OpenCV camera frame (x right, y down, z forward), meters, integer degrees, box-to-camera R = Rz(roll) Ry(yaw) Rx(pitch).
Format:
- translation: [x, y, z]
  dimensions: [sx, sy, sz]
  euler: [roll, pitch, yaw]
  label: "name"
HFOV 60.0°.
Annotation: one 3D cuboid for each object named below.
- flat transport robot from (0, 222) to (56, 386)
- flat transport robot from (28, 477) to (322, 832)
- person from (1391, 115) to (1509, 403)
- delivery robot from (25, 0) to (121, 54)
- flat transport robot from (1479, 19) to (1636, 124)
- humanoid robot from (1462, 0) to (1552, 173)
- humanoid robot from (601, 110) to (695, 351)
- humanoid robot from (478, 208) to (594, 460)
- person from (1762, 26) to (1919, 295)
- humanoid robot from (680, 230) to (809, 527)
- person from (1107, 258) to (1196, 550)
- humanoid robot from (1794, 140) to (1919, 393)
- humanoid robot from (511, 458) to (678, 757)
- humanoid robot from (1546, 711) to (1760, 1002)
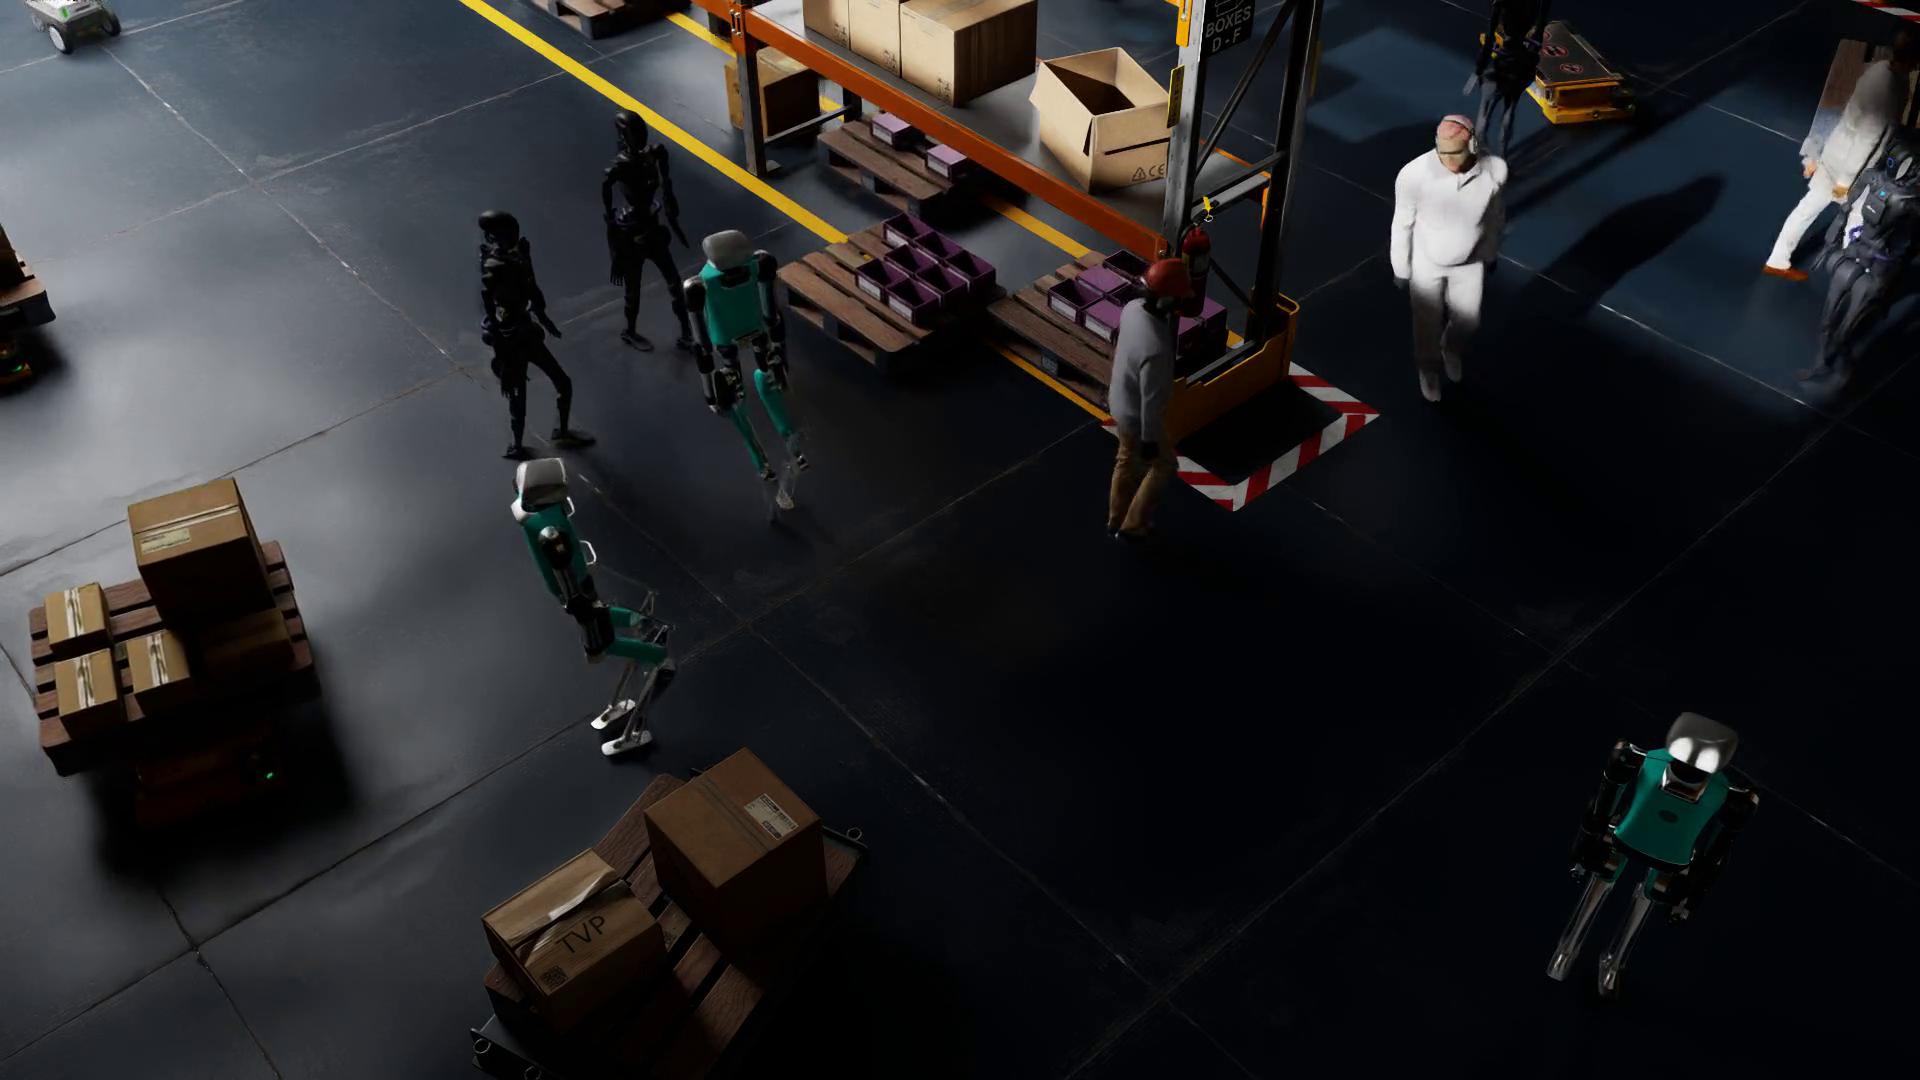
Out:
- translation: [-6.447, -1.315, 10.525]
  dimensions: [0.659, 0.231, 1.431]
  euler: [-29, 50, -28]
  label: "flat transport robot"
- translation: [-3.817, 0.774, 8.253]
  dimensions: [0.659, 0.231, 1.431]
  euler: [-18, 46, -19]
  label: "flat transport robot"
- translation: [2.821, -1.615, 9.669]
  dimensions: [0.709, 1.868, 0.417]
  euler: [-2, 43, -2]
  label: "person"
- translation: [-7.344, -4.376, 13.642]
  dimensions: [0.791, 0.592, 0.499]
  euler: [29, 50, 28]
  label: "delivery robot"
- translation: [4.713, -3.731, 13.153]
  dimensions: [0.659, 0.231, 1.431]
  euler: [-7, 43, -8]
  label: "flat transport robot"
- translation: [3.842, -3.323, 11.666]
  dimensions: [0.608, 1.651, 0.305]
  euler: [-21, 46, -21]
  label: "humanoid robot"
- translation: [-1.894, -1.826, 10.048]
  dimensions: [0.611, 1.637, 0.589]
  euler: [26, 49, 26]
  label: "humanoid robot"
- translation: [-2.419, -1.118, 9.276]
  dimensions: [0.567, 1.640, 0.598]
  euler: [9, 43, 9]
  label: "humanoid robot"
- translation: [5.809, -2.388, 10.565]
  dimensions: [0.877, 1.791, 0.502]
  euler: [8, 43, 8]
  label: "person"
- translation: [-1.046, -0.744, 8.845]
  dimensions: [0.530, 1.826, 0.676]
  euler: [-26, 49, -26]
  label: "humanoid robot"
- translation: [0.991, -0.713, 8.800]
  dimensions: [0.427, 1.719, 0.583]
  euler: [-9, 43, -10]
  label: "person"
- translation: [5.330, -1.618, 9.810]
  dimensions: [0.353, 1.646, 0.610]
  euler: [-15, 45, -16]
  label: "humanoid robot"
- translation: [-1.598, 0.274, 7.659]
  dimensions: [0.698, 1.727, 0.543]
  euler: [-18, 46, -19]
  label: "humanoid robot"
- translation: [2.761, 1.190, 6.649]
  dimensions: [0.535, 1.711, 0.701]
  euler: [22, 47, 22]
  label: "humanoid robot"
